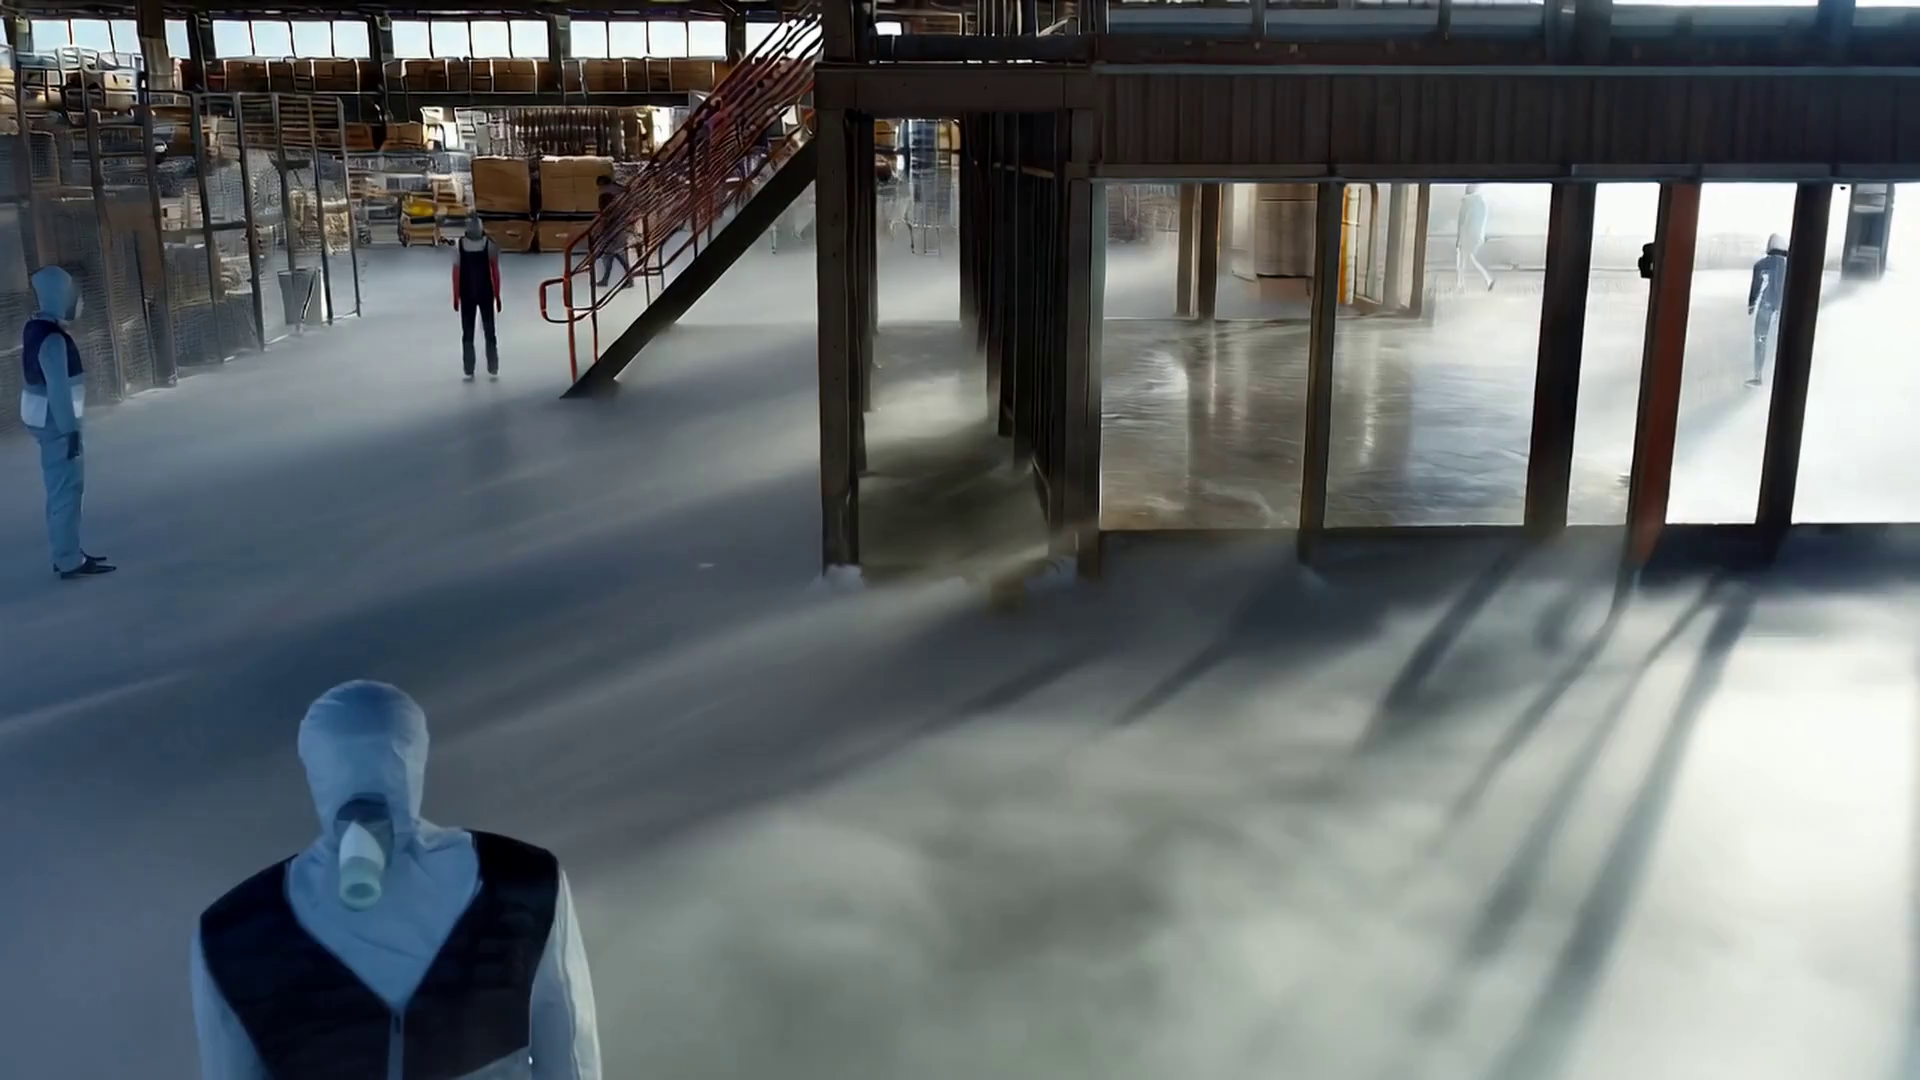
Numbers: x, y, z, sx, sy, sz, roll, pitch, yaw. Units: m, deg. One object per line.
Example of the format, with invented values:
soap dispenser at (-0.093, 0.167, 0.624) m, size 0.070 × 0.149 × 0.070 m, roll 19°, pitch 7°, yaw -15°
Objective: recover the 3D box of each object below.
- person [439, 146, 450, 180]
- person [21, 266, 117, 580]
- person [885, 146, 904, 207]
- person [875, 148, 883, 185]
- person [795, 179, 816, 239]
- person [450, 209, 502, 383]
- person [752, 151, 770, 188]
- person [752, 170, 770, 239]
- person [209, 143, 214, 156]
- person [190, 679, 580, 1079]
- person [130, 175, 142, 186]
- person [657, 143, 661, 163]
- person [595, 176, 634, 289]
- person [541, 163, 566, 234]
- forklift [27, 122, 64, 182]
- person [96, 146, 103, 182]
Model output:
person at (-22.726, -16.404, 73.075) m, size 0.868 × 1.795 × 0.614 m, roll -5°, pitch 15°, yaw -19°
person at (-5.471, -0.700, 10.108) m, size 0.396 × 1.913 × 0.591 m, roll -9°, pitch 17°, yaw -33°
person at (-2.189, -12.263, 56.120) m, size 0.640 × 2.000 × 0.983 m, roll 2°, pitch 14°, yaw 8°
person at (-3.478, -15.684, 70.349) m, size 0.535 × 1.733 × 0.851 m, roll -9°, pitch 17°, yaw -32°
person at (-3.494, -8.078, 39.472) m, size 0.793 × 1.969 × 0.622 m, roll 3°, pitch 14°, yaw 11°
person at (-5.194, -2.617, 17.890) m, size 0.504 × 1.847 × 0.344 m, roll -3°, pitch 14°, yaw -13°
person at (-5.859, -10.492, 49.168) m, size 0.552 × 1.942 × 0.341 m, roll -6°, pitch 15°, yaw -23°
person at (-4.863, -8.163, 40.312) m, size 0.667 × 1.714 × 0.500 m, roll -1°, pitch 14°, yaw -4°
person at (-39.645, -20.146, 87.750) m, size 0.636 × 1.952 × 1.017 m, roll -10°, pitch 17°, yaw -34°
person at (-0.926, 1.128, 2.805) m, size 0.584 × 1.911 × 0.392 m, roll -6°, pitch 15°, yaw -23°
person at (-19.125, -7.679, 38.650) m, size 0.517 × 1.586 × 0.869 m, roll 11°, pitch 18°, yaw 38°
person at (-15.202, -19.325, 84.759) m, size 0.916 × 1.792 × 0.554 m, roll -1°, pitch 14°, yaw -3°
person at (-5.929, -5.199, 28.142) m, size 0.936 × 1.875 × 0.541 m, roll 5°, pitch 15°, yaw 21°
person at (-10.412, -8.609, 41.947) m, size 0.872 × 1.798 × 0.601 m, roll -3°, pitch 14°, yaw -12°
forklift at (-35.376, -14.773, 64.377) m, size 1.129 × 2.768 × 1.873 m, roll -1°, pitch 14°, yaw -2°
person at (-28.990, -12.239, 55.942) m, size 0.367 × 2.046 × 0.608 m, roll -12°, pitch 18°, yaw -39°
